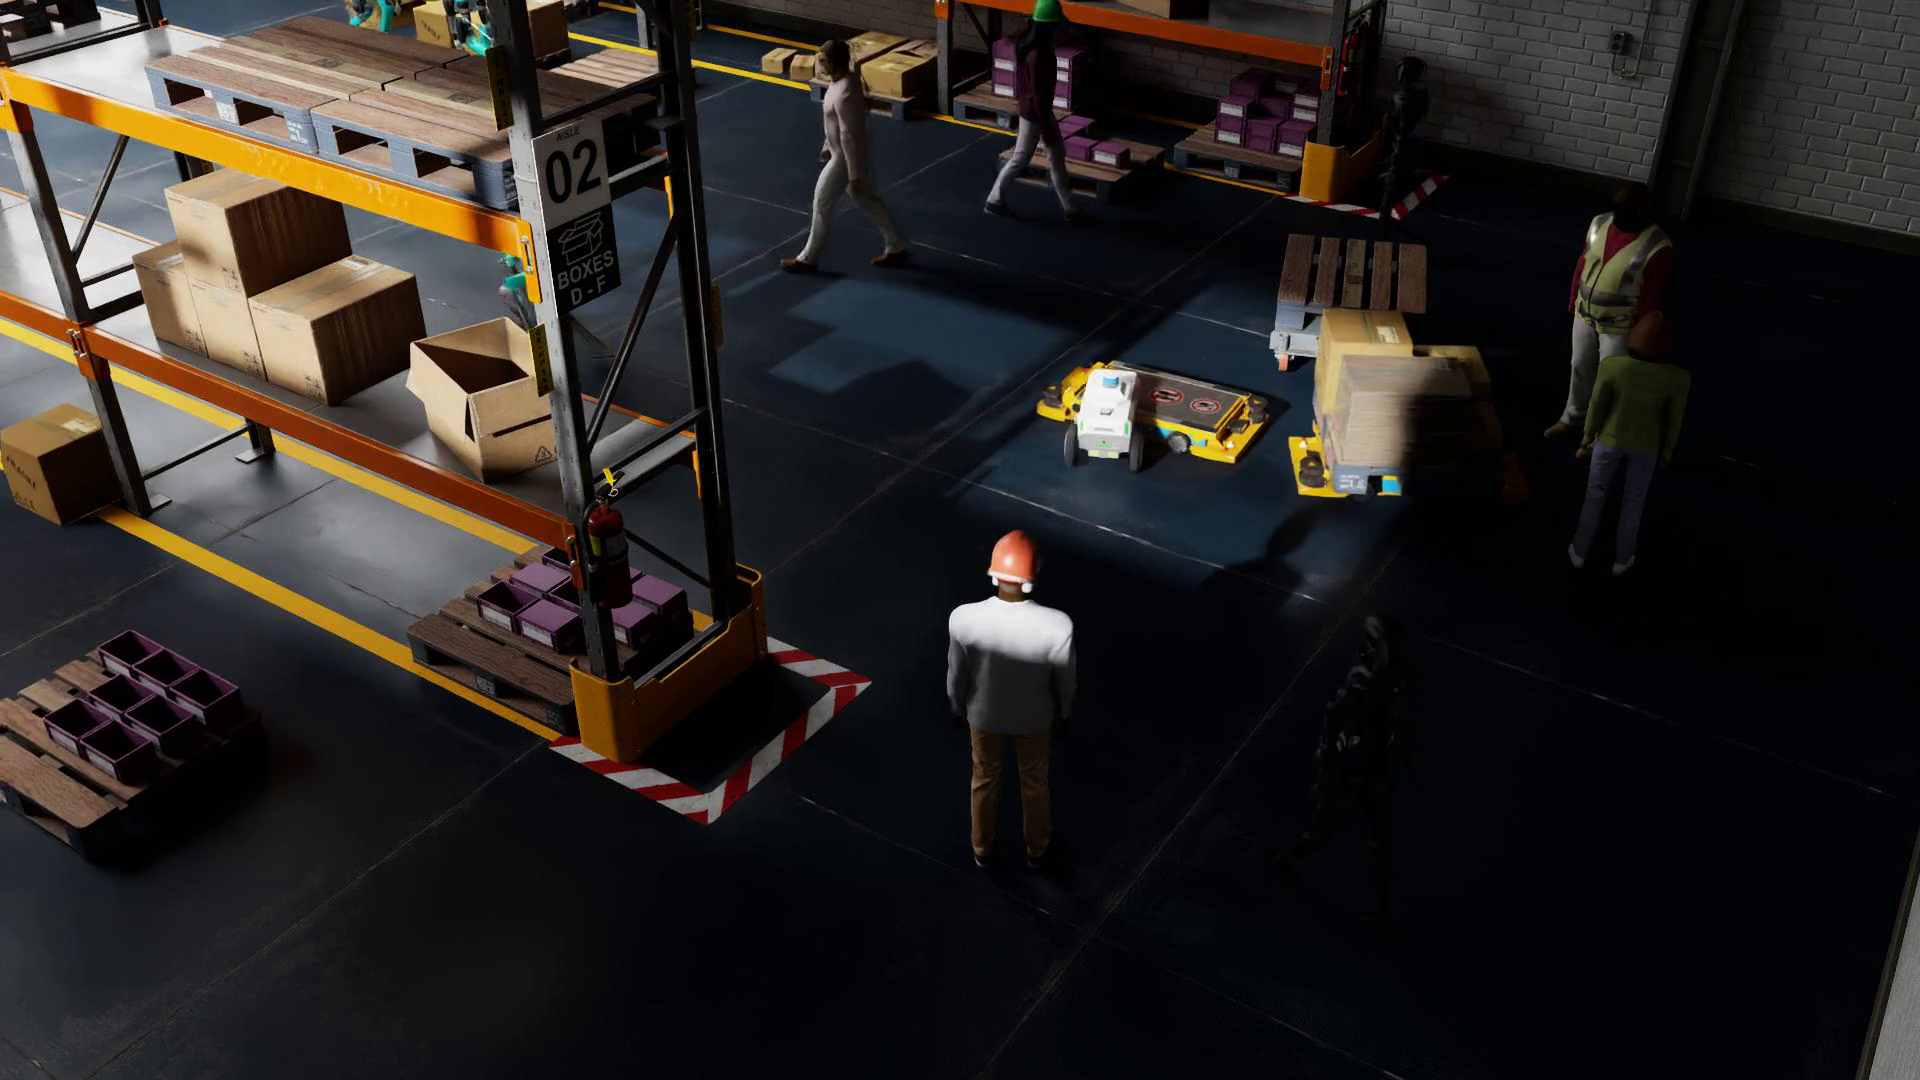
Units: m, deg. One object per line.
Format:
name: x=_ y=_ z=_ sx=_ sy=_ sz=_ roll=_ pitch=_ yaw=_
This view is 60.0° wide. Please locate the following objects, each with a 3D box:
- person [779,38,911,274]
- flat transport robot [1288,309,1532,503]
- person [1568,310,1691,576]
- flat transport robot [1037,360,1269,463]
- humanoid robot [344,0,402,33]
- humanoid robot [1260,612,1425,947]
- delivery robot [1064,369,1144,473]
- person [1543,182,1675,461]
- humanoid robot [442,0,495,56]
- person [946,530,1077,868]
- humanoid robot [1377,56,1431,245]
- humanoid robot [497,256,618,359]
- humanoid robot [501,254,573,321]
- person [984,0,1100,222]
person: x=-0.889 y=-2.981 z=12.980 sx=1.039 sy=1.889 sz=0.637 roll=1 pitch=33 yaw=2
flat transport robot: x=2.860 y=-0.495 z=10.634 sx=1.431 sy=0.231 sz=0.659 roll=2 pitch=33 yaw=3
person: x=3.792 y=-0.540 z=9.450 sx=0.506 sy=1.632 sz=0.281 roll=13 pitch=35 yaw=19
flat transport robot: x=1.305 y=-0.894 z=11.247 sx=1.431 sy=0.231 sz=0.659 roll=17 pitch=37 yaw=24
humanoid robot: x=-6.049 y=-5.532 z=17.040 sx=0.531 sy=1.769 sz=0.838 roll=-26 pitch=41 yaw=-34
humanoid robot: x=1.698 y=0.980 z=7.121 sx=0.600 sy=1.639 sz=0.762 roll=-20 pitch=38 yaw=-28
delivery robot: x=0.967 y=-0.788 z=10.839 sx=0.499 sy=0.614 sz=0.785 roll=6 pitch=33 yaw=9
person: x=4.127 y=-1.401 z=10.597 sx=0.430 sy=1.835 sz=0.627 roll=-17 pitch=37 yaw=-25
humanoid robot: x=-4.561 y=-4.869 z=16.067 sx=0.541 sy=1.757 sz=1.018 roll=-26 pitch=41 yaw=-34
person: x=0.229 y=0.726 z=7.396 sx=0.572 sy=1.747 sz=0.338 roll=3 pitch=33 yaw=4
humanoid robot: x=3.572 y=-3.034 z=13.248 sx=0.461 sy=1.639 sz=0.608 roll=8 pitch=34 yaw=12
humanoid robot: x=-2.899 y=-2.002 z=11.612 sx=0.961 sy=1.739 sz=0.530 roll=11 pitch=35 yaw=17
humanoid robot: x=-3.222 y=-2.432 z=12.274 sx=0.637 sy=1.804 sz=0.531 roll=22 pitch=39 yaw=30
person: x=0.670 y=-3.555 z=13.842 sx=0.984 sy=1.898 sz=0.511 roll=9 pitch=34 yaw=13
